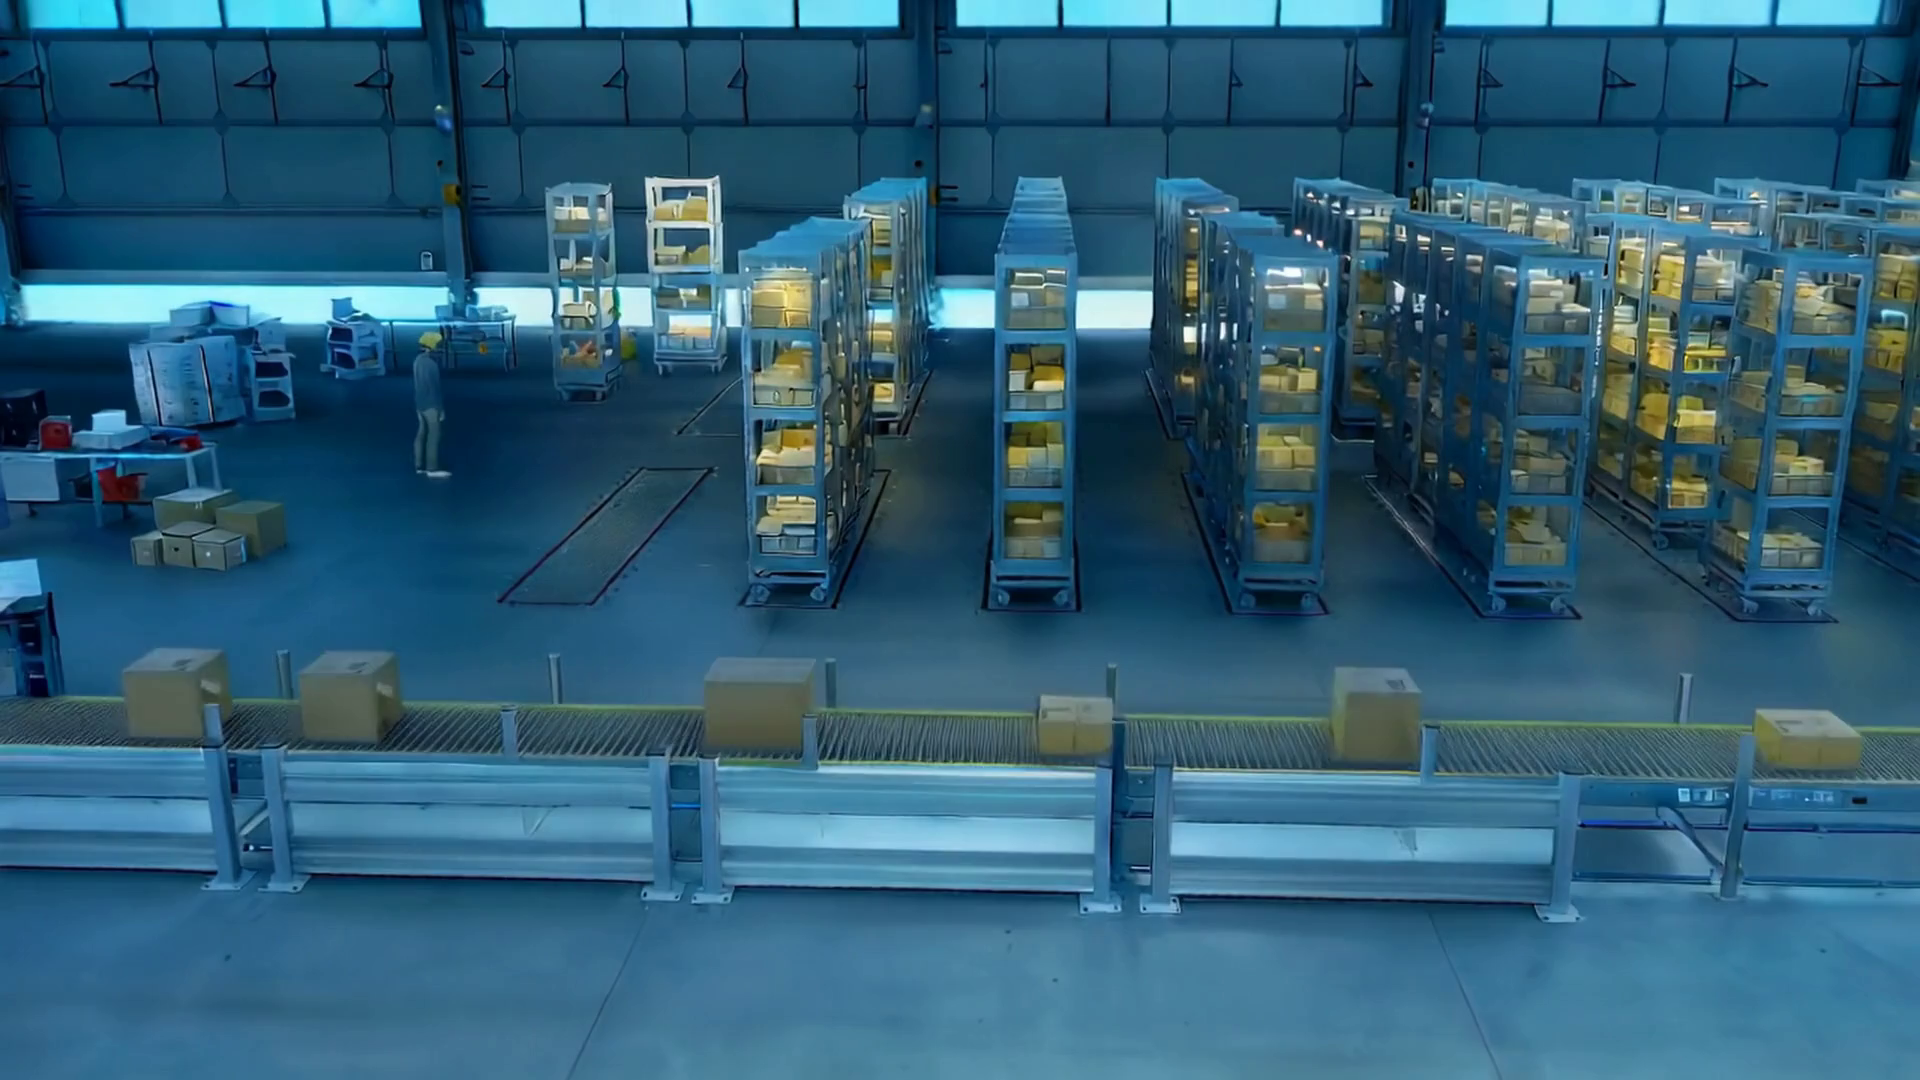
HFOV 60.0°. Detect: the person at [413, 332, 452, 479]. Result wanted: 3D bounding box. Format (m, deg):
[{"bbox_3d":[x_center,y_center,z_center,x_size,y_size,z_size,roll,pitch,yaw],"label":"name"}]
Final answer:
[{"bbox_3d":[-7.173,-1.829,22.592,0.633,1.981,0.437,14,21,42],"label":"person"}]
